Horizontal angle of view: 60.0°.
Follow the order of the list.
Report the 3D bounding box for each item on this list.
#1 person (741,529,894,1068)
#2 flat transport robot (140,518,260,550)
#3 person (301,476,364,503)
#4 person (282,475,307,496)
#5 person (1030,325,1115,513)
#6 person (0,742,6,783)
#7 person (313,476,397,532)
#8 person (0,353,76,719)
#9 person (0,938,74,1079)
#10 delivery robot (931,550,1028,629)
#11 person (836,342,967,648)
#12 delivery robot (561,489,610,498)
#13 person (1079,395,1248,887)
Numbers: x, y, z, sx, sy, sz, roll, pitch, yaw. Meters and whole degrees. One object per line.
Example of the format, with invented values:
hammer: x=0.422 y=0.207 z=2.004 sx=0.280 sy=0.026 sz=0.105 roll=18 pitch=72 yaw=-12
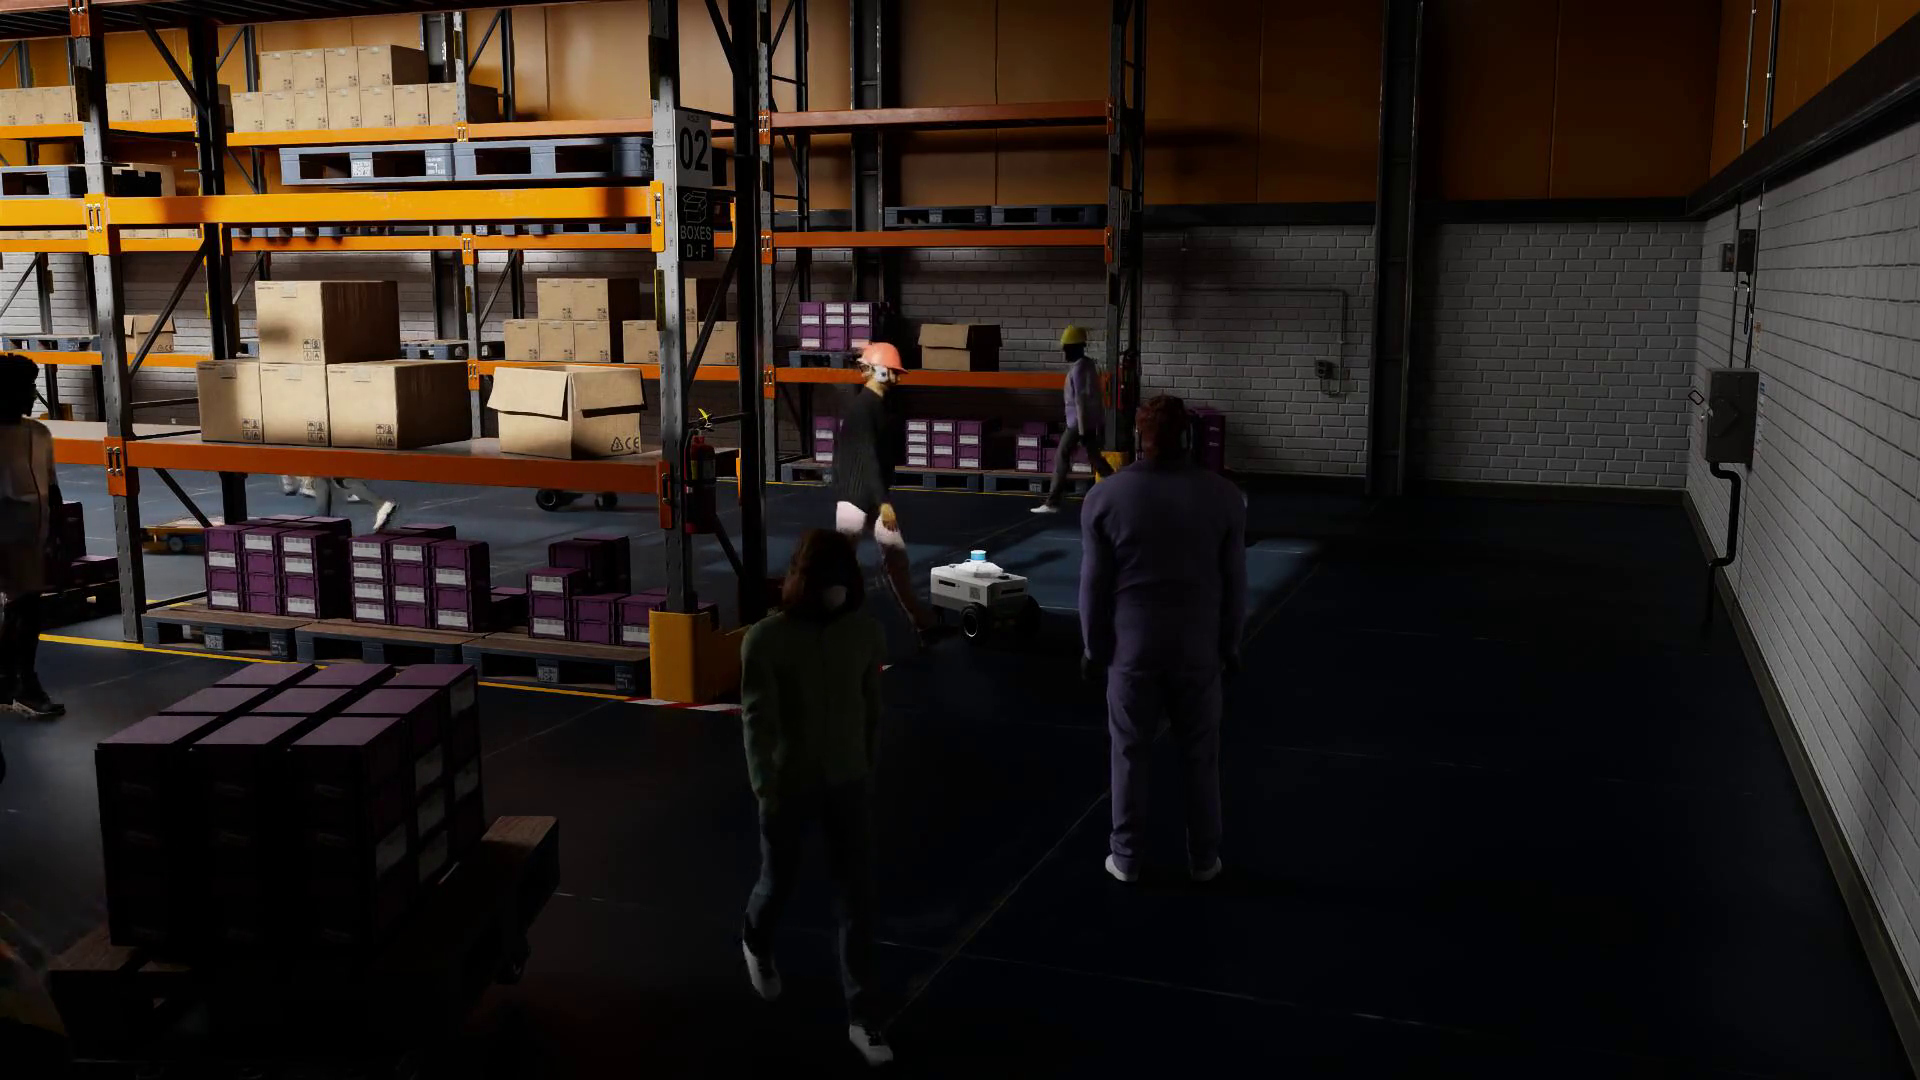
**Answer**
person: x=-0.470 y=0.740 z=5.160 sx=0.496 sy=1.602 sz=0.795 roll=-5 pitch=10 yaw=-26
flat transport robot: x=-6.286 y=-0.057 z=14.356 sx=1.431 sy=0.197 sz=0.652 roll=1 pitch=9 yaw=5
person: x=-6.554 y=-1.181 z=17.282 sx=0.884 sy=1.590 sz=0.525 roll=3 pitch=10 yaw=20
person: x=-7.231 y=-1.439 z=17.990 sx=0.611 sy=1.900 sz=0.709 roll=-6 pitch=11 yaw=-33
person: x=1.230 y=-1.173 z=16.354 sx=0.987 sy=1.886 sz=0.581 roll=3 pitch=10 yaw=19
person: x=-3.231 y=0.602 z=5.053 sx=0.591 sy=1.922 sz=0.392 roll=-2 pitch=9 yaw=-9
person: x=-5.554 y=-0.919 z=14.939 sx=0.803 sy=1.822 sz=0.517 roll=-1 pitch=9 yaw=-6
person: x=-4.960 y=-0.016 z=8.840 sx=0.678 sy=1.942 sz=0.627 roll=2 pitch=9 yaw=10
person: x=-1.364 y=1.134 z=2.101 sx=0.688 sy=1.809 sz=0.675 roll=5 pitch=10 yaw=27
delivery robot: x=0.119 y=0.311 z=10.861 sx=0.477 sy=0.478 sz=0.707 roll=-7 pitch=11 yaw=-37
person: x=-0.485 y=-0.250 z=10.341 sx=1.055 sy=1.925 sz=0.641 roll=2 pitch=9 yaw=14
delivery robot: x=-3.845 y=-0.626 z=16.743 sx=0.707 sy=0.478 sz=0.477 roll=1 pitch=9 yaw=5
person: x=0.779 y=0.395 z=6.419 sx=0.637 sy=1.904 sz=0.403 roll=1 pitch=9 yaw=4
